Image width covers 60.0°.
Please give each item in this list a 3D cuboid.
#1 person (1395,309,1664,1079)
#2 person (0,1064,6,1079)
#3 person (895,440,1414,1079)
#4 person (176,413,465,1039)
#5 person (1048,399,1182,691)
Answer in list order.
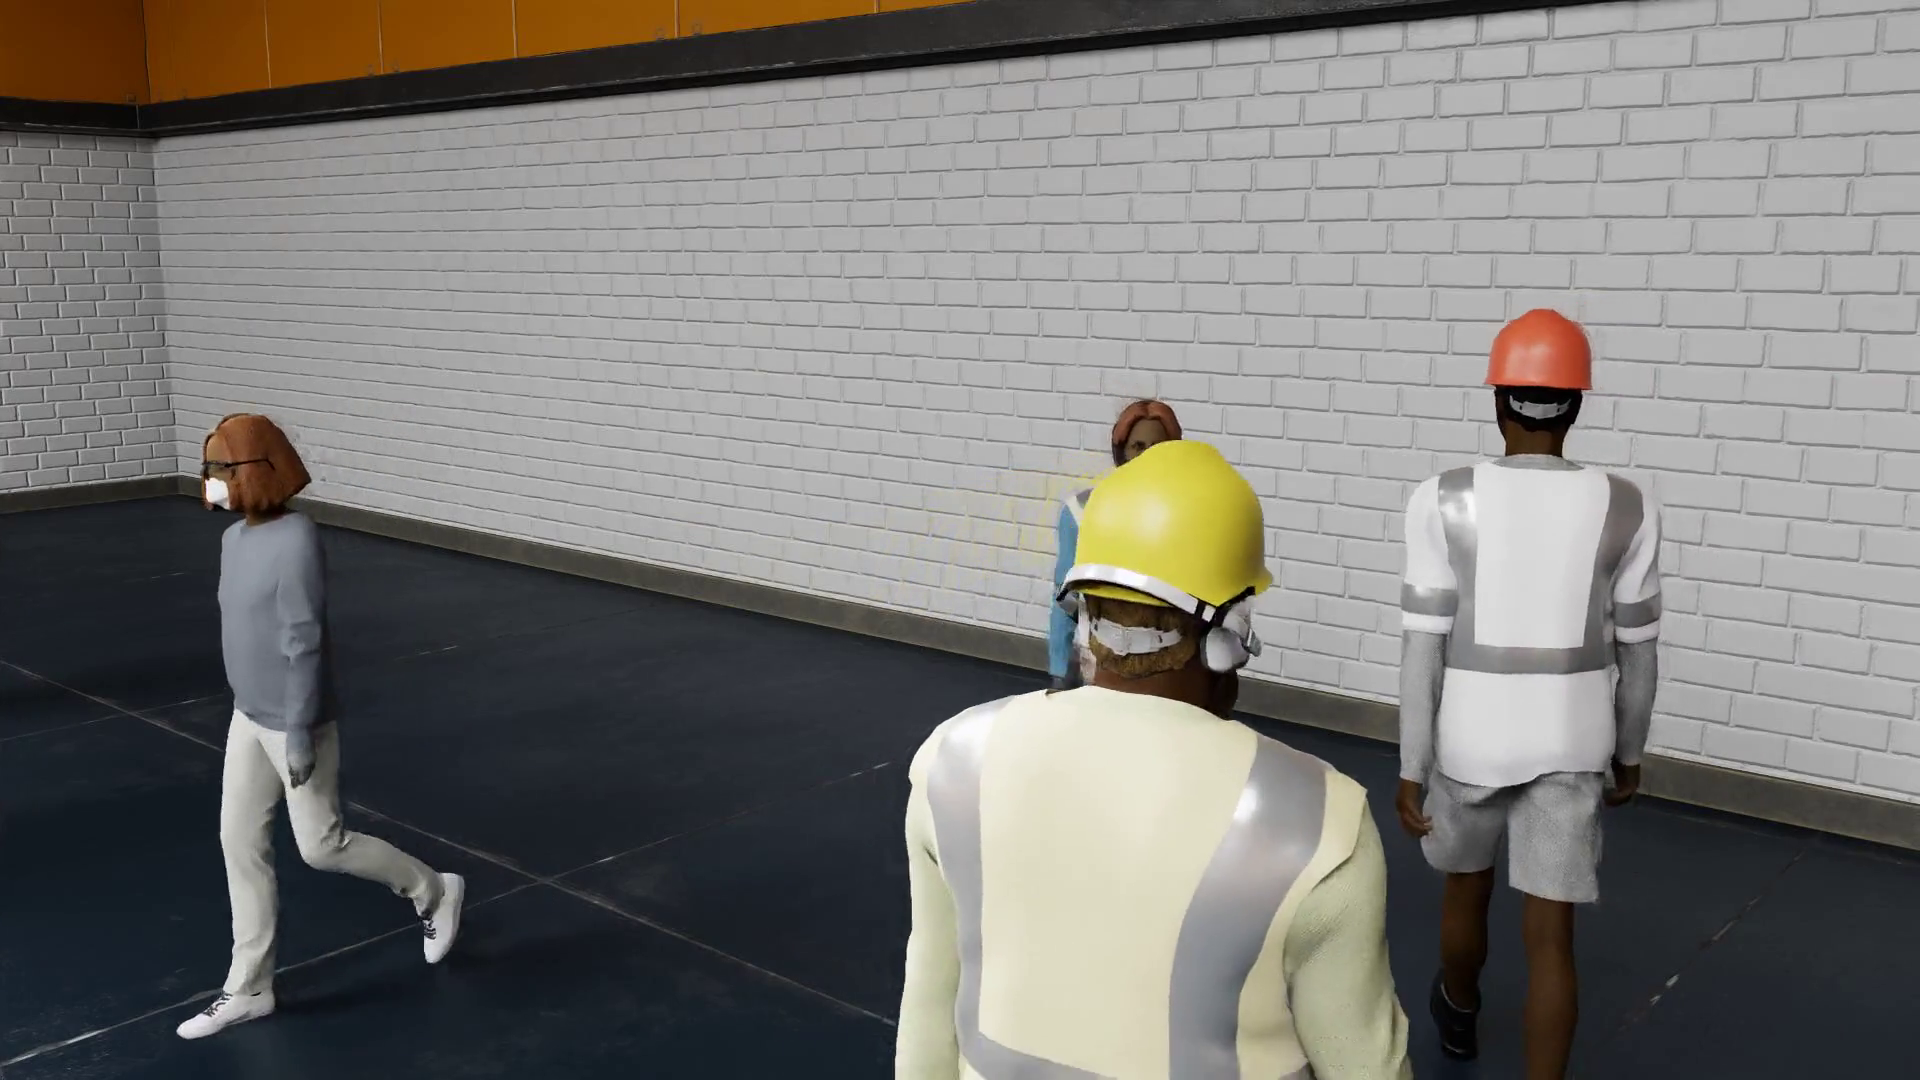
[{"bbox_3d":[1.266,0.433,3.750,0.567,1.881,0.990,2,10,12],"label":"person"},{"bbox_3d":[-1.830,0.584,2.766,0.383,1.932,0.637,0,10,1],"label":"person"},{"bbox_3d":[0.287,0.766,2.121,0.619,1.789,0.897,7,12,33],"label":"person"},{"bbox_3d":[-1.717,0.460,4.390,0.511,1.609,0.712,9,13,40],"label":"person"},{"bbox_3d":[0.520,0.370,4.936,0.532,1.596,0.861,0,10,-1],"label":"person"}]
